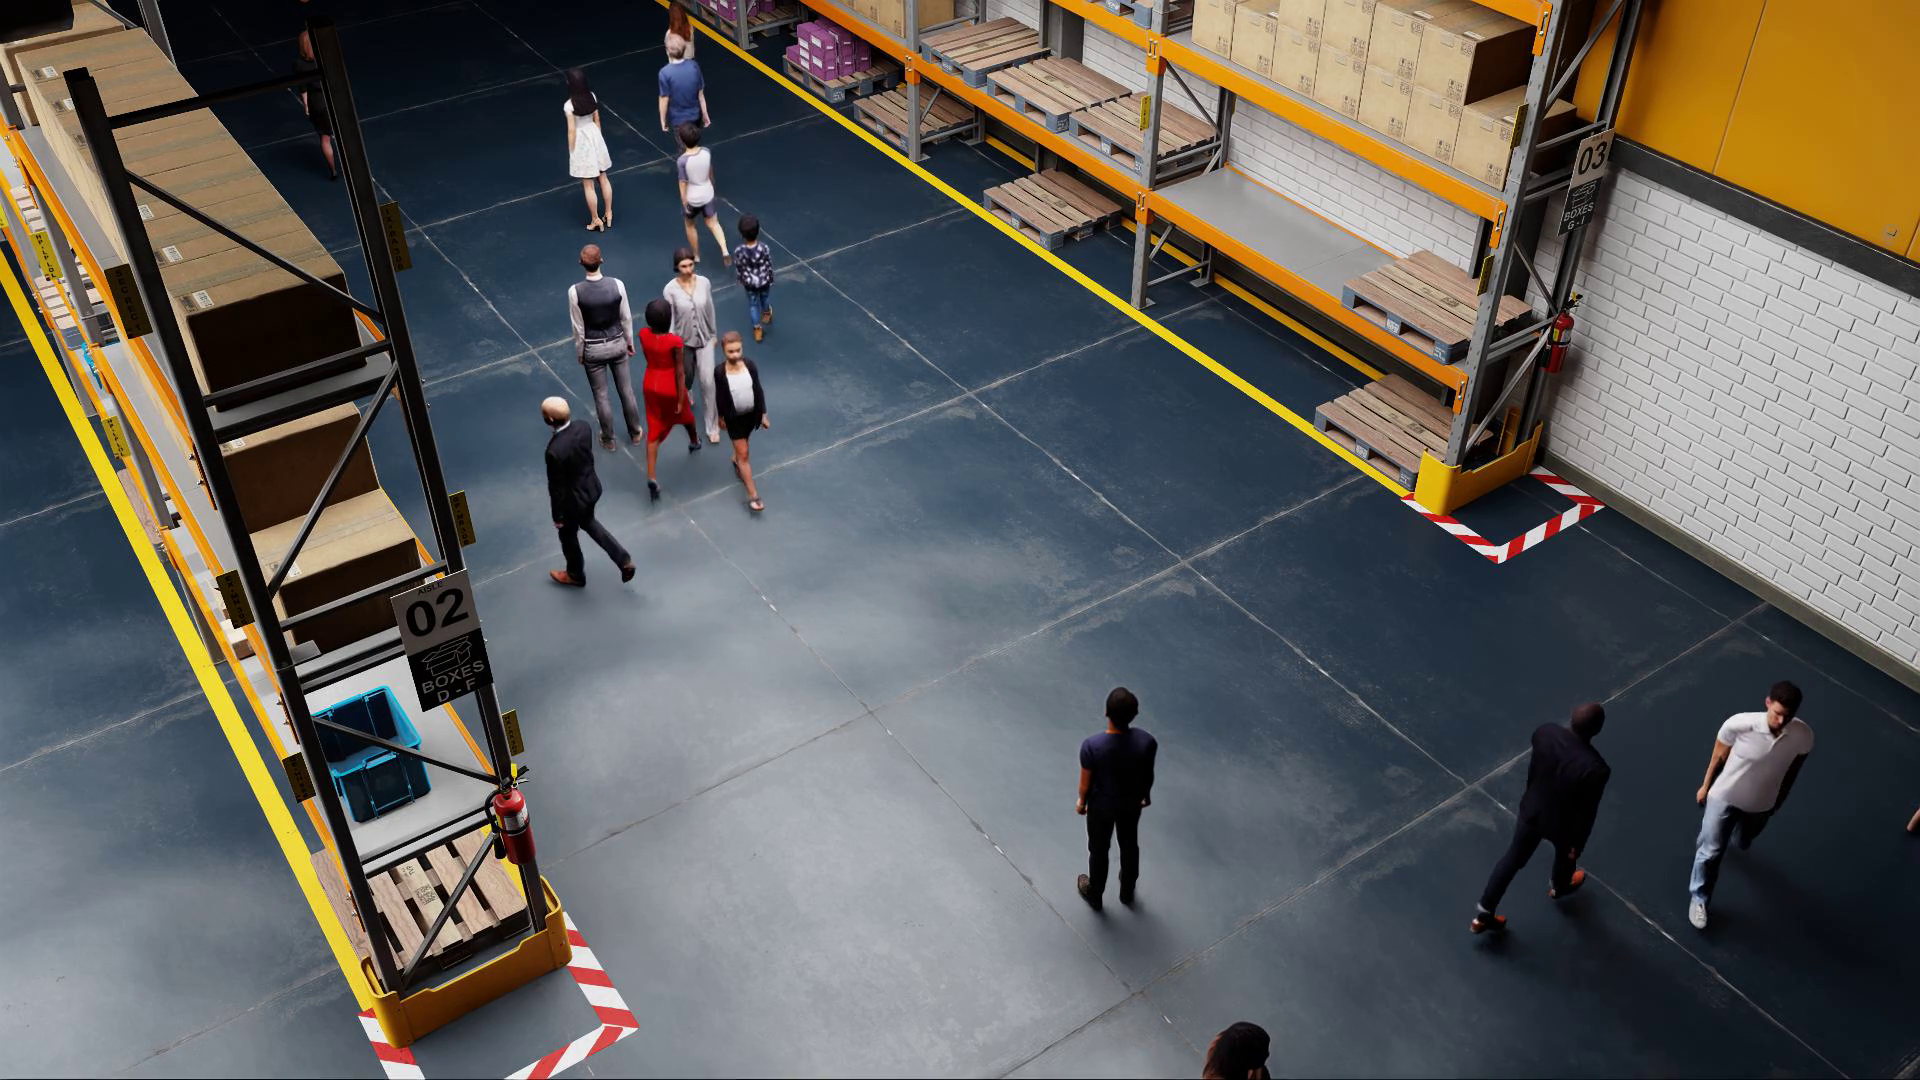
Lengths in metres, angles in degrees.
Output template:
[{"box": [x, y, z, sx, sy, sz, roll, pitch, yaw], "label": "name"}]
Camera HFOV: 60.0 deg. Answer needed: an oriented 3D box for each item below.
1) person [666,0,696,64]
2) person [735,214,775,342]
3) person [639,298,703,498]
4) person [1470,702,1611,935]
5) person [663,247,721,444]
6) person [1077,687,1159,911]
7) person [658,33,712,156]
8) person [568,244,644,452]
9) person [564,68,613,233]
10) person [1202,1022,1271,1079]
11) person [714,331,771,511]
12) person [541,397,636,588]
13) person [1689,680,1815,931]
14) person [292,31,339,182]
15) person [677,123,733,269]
[{"box": [-3.182, -5.499, 19.357, 0.535, 1.474, 0.492, -24, 45, -27], "label": "person"}, {"box": [-1.938, -2.460, 15.743, 0.701, 1.234, 0.831, -4, 39, -4], "label": "person"}, {"box": [-2.485, -1.148, 13.734, 1.093, 1.692, 1.113, 8, 39, 10], "label": "person"}, {"box": [3.499, 1.727, 10.071, 0.759, 1.770, 1.113, -23, 44, -26], "label": "person"}, {"box": [-2.362, -1.776, 14.484, 0.786, 1.737, 1.151, -14, 41, -17], "label": "person"}, {"box": [0.953, 1.600, 10.211, 0.709, 1.793, 0.661, -9, 39, -11], "label": "person"}, {"box": [-2.883, -4.415, 17.731, 0.665, 1.809, 1.195, -24, 44, -27], "label": "person"}, {"box": [-3.024, -1.639, 14.151, 0.717, 1.938, 0.648, -13, 40, -15], "label": "person"}, {"box": [-3.874, -4.056, 17.309, 0.701, 1.774, 0.701, 30, 48, 32], "label": "person"}, {"box": [1.332, 3.011, 8.508, 0.803, 1.713, 0.749, 8, 39, 10], "label": "person"}, {"box": [-1.837, -1.081, 13.790, 0.689, 1.517, 1.096, -16, 41, -19], "label": "person"}, {"box": [-2.859, -0.323, 12.626, 1.125, 1.786, 0.984, 16, 41, 19], "label": "person"}, {"box": [4.841, 1.515, 10.290, 1.141, 1.828, 1.178, 8, 39, 9], "label": "person"}, {"box": [-6.959, -4.747, 18.228, 0.638, 1.706, 0.590, -12, 40, -14], "label": "person"}, {"box": [-2.588, -3.438, 16.718, 0.551, 1.547, 0.848, -24, 45, -27], "label": "person"}]
